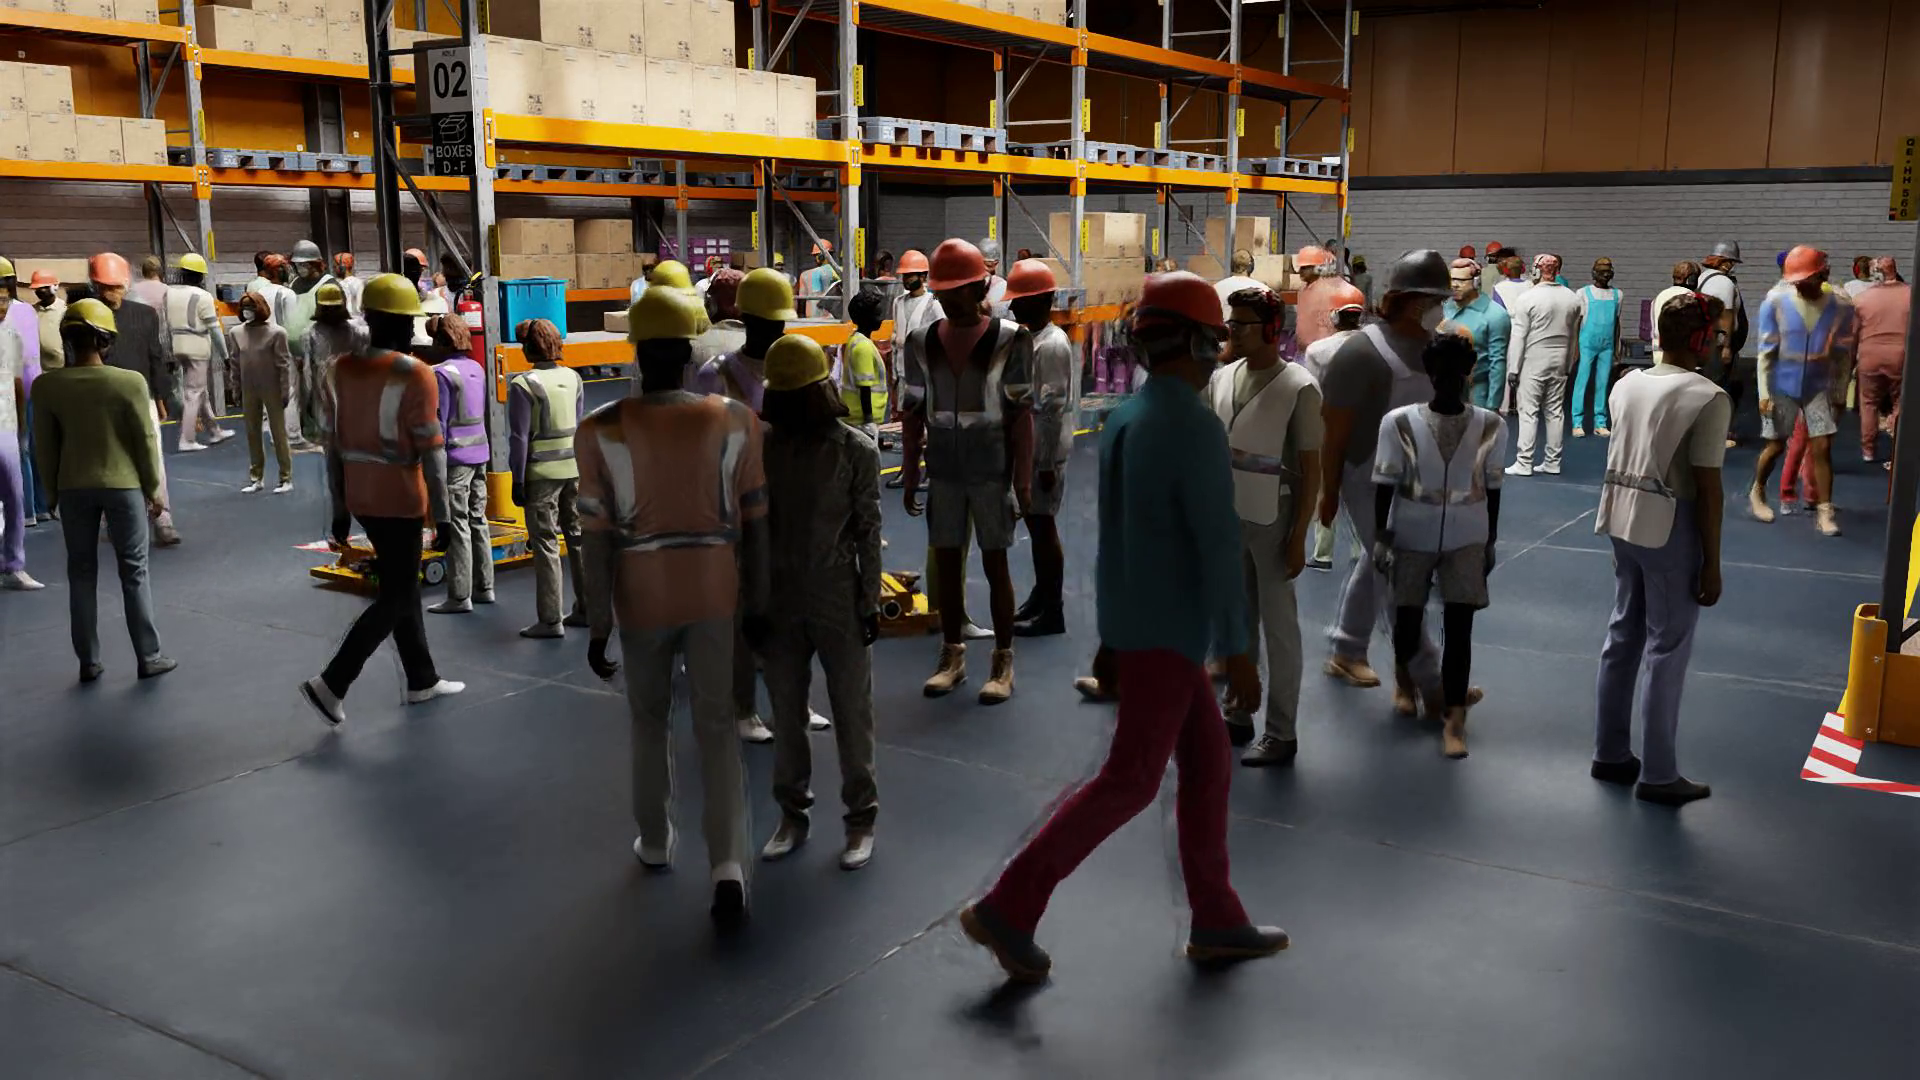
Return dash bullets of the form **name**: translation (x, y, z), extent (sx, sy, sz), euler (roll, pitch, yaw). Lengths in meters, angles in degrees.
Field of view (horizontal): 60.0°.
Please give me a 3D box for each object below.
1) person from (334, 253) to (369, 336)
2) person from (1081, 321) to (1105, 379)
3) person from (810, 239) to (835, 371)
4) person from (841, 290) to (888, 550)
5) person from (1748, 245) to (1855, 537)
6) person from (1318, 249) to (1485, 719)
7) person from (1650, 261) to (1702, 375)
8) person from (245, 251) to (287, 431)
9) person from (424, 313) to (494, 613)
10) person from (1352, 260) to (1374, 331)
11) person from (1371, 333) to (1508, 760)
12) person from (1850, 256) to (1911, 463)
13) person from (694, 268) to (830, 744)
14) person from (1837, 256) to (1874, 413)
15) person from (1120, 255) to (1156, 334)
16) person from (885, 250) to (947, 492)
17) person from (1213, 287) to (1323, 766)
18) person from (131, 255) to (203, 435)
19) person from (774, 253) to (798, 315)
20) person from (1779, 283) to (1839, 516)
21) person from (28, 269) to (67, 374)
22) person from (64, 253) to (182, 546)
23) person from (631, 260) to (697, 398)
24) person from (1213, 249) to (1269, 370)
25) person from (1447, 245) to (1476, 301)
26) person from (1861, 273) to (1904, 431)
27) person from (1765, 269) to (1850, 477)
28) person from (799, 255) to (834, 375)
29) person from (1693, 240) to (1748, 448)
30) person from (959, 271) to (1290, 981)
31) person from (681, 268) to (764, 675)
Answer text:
- **person**: translation (-7.042, -2.380, 19.288), extent (0.348, 1.878, 0.569), euler (1, 10, 4)
- **person**: translation (1.977, -3.360, 24.414), extent (0.410, 1.986, 0.620), euler (-8, 13, -38)
- **person**: translation (-1.753, -2.905, 21.752), extent (0.408, 2.035, 0.609), euler (8, 13, 36)
- **person**: translation (-0.632, -0.789, 10.953), extent (0.317, 1.695, 0.540), euler (-2, 10, -9)
- **person**: translation (5.878, -1.060, 11.622), extent (0.635, 1.997, 0.704), euler (3, 11, 16)
- **person**: translation (1.947, -0.284, 7.207), extent (0.693, 2.000, 1.032), euler (-6, 12, -31)
- **person**: translation (6.501, -1.594, 15.052), extent (0.429, 1.837, 0.624), euler (-2, 11, -13)
- **person**: translation (-7.417, -2.116, 17.735), extent (0.385, 1.909, 0.590), euler (-8, 13, -37)
- **person**: translation (-2.739, -0.422, 9.111), extent (0.318, 1.631, 0.524), euler (2, 10, 10)
- **person**: translation (6.809, -3.994, 28.651), extent (0.625, 1.721, 0.407), euler (-4, 11, -22)
- **person**: translation (1.934, -0.019, 6.774), extent (0.532, 1.666, 0.787), euler (2, 10, 9)
- **person**: translation (8.403, -1.627, 15.123), extent (0.667, 1.883, 0.439), euler (4, 11, 23)
- **person**: translation (-0.786, -0.133, 6.730), extent (0.399, 1.914, 0.591), euler (10, 14, 43)
- **person**: translation (10.581, -2.408, 19.554), extent (0.567, 1.838, 0.385), euler (-2, 10, -12)
- **person**: translation (2.489, -2.946, 22.553), extent (0.650, 1.823, 0.463), euler (5, 11, 27)
- **person**: translation (-0.352, -1.355, 13.423), extent (0.547, 1.939, 0.376), euler (8, 13, 39)
- **person**: translation (1.178, -0.055, 6.475), extent (0.389, 1.845, 0.564), euler (-6, 12, -29)
- **person**: translation (-7.984, -1.872, 16.499), extent (0.648, 1.871, 1.056), euler (1, 10, 7)
- **person**: translation (-2.750, -3.431, 25.248), extent (0.596, 1.823, 0.403), euler (-3, 11, -15)
- **person**: translation (6.342, -1.035, 12.251), extent (0.674, 1.722, 0.337), euler (-5, 11, -24)
- **person**: translation (-8.812, -1.753, 16.172), extent (0.571, 1.743, 0.359), euler (1, 10, 8)
- **person**: translation (-5.518, -0.902, 10.943), extent (0.642, 1.932, 0.914), euler (-9, 13, -40)
- **person**: translation (-1.840, -0.785, 10.383), extent (0.456, 1.902, 0.647), euler (-1, 10, -8)
- **person**: translation (2.655, -1.791, 15.841), extent (0.635, 1.936, 0.354), euler (6, 12, 30)
- **person**: translation (7.616, -3.465, 25.114), extent (0.542, 1.938, 0.358), euler (-2, 10, -13)
- **person**: translation (9.905, -2.013, 17.761), extent (0.319, 1.691, 0.536), euler (2, 10, 9)
- **person**: translation (7.350, -1.587, 14.422), extent (0.807, 2.000, 0.697), euler (-10, 14, -43)
- **person**: translation (-1.904, -3.088, 22.950), extent (0.613, 1.962, 0.364), euler (1, 10, 8)
- **person**: translation (7.429, -1.928, 16.316), extent (0.537, 2.000, 0.674), euler (-1, 10, -3)
- **person**: translation (0.458, 0.253, 4.508), extent (0.948, 1.954, 0.629), euler (-2, 10, -11)
- **person**: translation (-1.053, -0.298, 7.694), extent (0.654, 1.897, 0.403), euler (-10, 14, -43)
